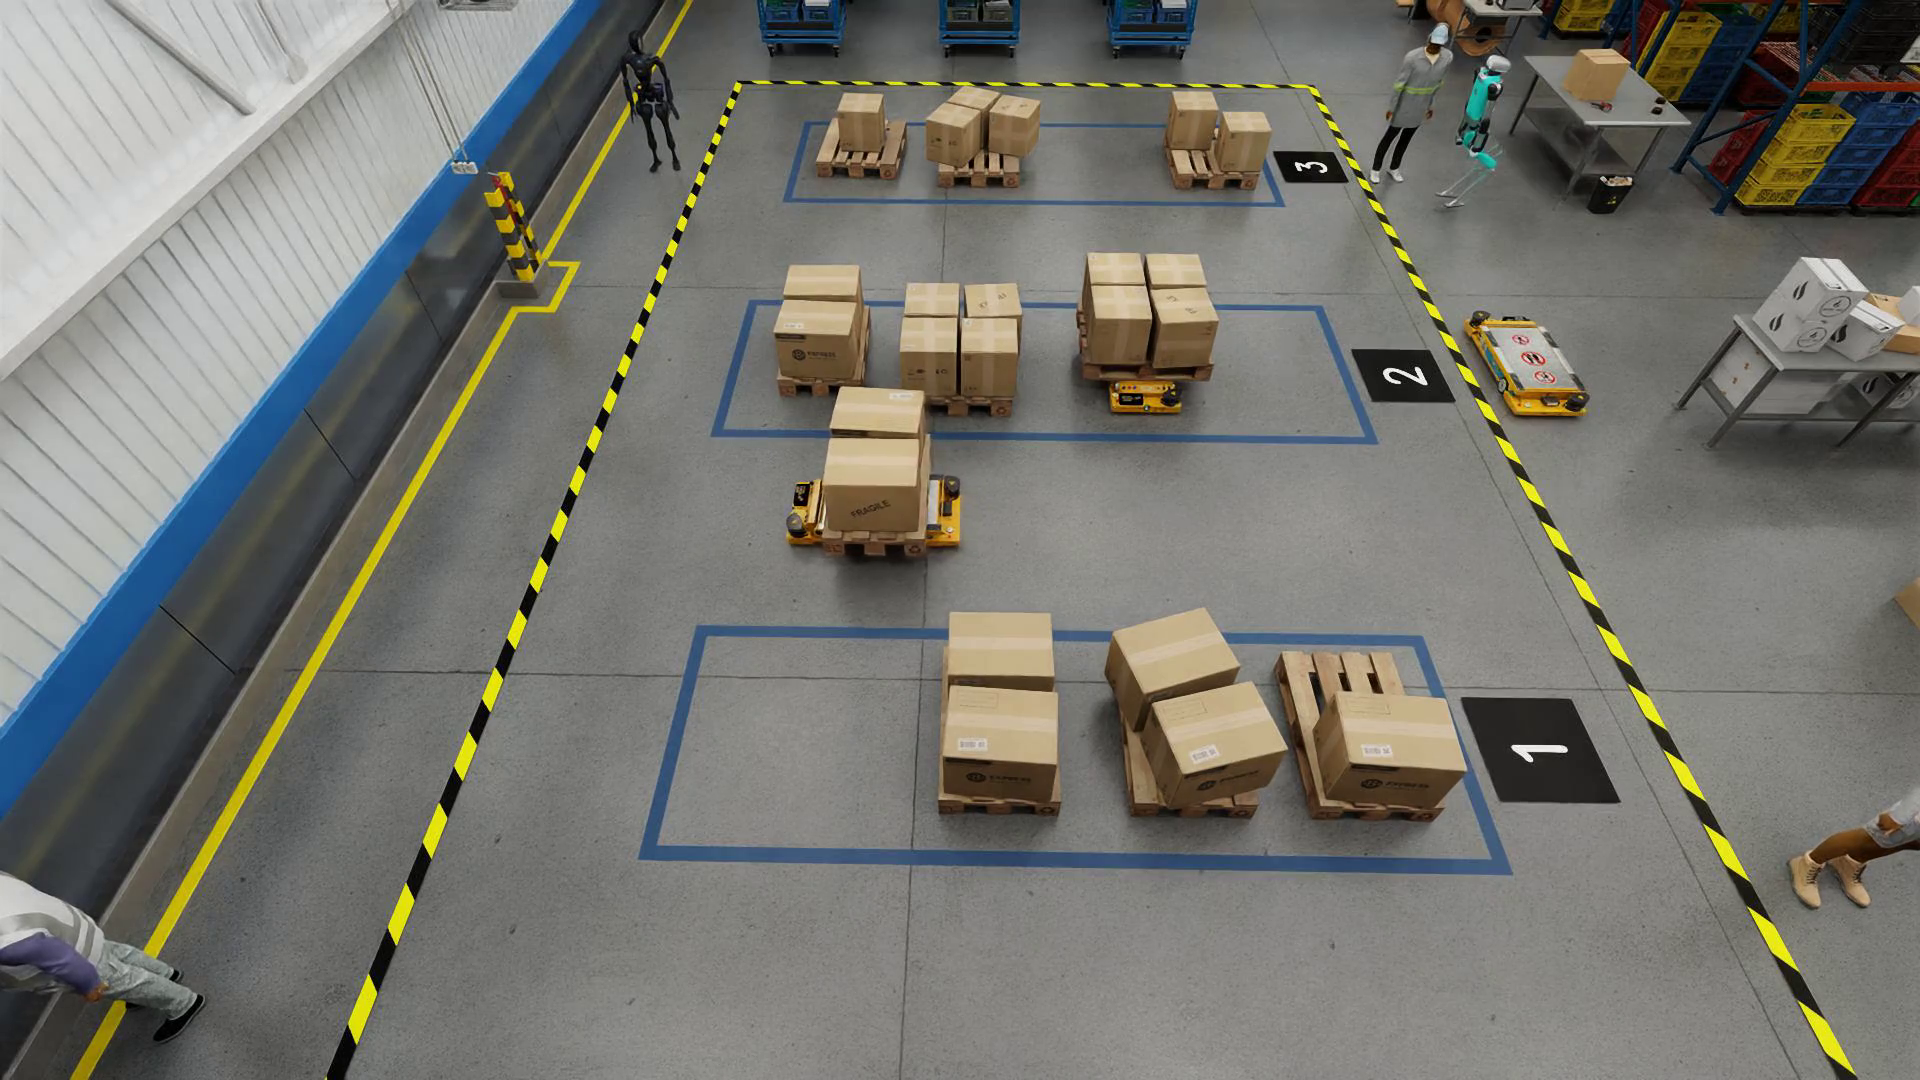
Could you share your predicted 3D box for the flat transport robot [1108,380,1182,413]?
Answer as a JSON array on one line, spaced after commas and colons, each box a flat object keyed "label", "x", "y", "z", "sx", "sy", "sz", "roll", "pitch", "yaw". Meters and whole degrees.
[{"label": "flat transport robot", "x": 1.773, "y": -1.807, "z": 9.079, "sx": 0.652, "sy": 0.197, "sz": 1.431, "roll": 1, "pitch": 49, "yaw": 1}]

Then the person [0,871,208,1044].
[{"label": "person", "x": -4.588, "y": 2.118, "z": 4.664, "sx": 0.599, "sy": 1.830, "sz": 0.404, "roll": 28, "pitch": 55, "yaw": 22}]

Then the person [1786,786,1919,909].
[{"label": "person", "x": 5.476, "y": 1.519, "z": 5.047, "sx": 0.613, "sy": 2.040, "sz": 0.373, "roll": 0, "pitch": 49, "yaw": 0}]

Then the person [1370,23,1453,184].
[{"label": "person", "x": 5.431, "y": -5.198, "z": 10.985, "sx": 0.597, "sy": 1.850, "sz": 0.396, "roll": -4, "pitch": 49, "yaw": -4}]

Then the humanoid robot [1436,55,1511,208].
[{"label": "humanoid robot", "x": 6.042, "y": -4.652, "z": 10.499, "sx": 0.735, "sy": 1.677, "sz": 0.533, "roll": 0, "pitch": 49, "yaw": 0}]

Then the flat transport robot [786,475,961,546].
[{"label": "flat transport robot", "x": -0.714, "y": -0.264, "z": 7.744, "sx": 1.431, "sy": 0.197, "sz": 0.652, "roll": 1, "pitch": 49, "yaw": 1}]

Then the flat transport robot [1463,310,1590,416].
[{"label": "flat transport robot", "x": 5.573, "y": -1.757, "z": 9.054, "sx": 0.659, "sy": 0.231, "sz": 1.431, "roll": 1, "pitch": 49, "yaw": 1}]

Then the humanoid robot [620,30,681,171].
[{"label": "humanoid robot", "x": -3.769, "y": -5.360, "z": 11.231, "sx": 0.599, "sy": 1.657, "sz": 0.315, "roll": -1, "pitch": 49, "yaw": -1}]
